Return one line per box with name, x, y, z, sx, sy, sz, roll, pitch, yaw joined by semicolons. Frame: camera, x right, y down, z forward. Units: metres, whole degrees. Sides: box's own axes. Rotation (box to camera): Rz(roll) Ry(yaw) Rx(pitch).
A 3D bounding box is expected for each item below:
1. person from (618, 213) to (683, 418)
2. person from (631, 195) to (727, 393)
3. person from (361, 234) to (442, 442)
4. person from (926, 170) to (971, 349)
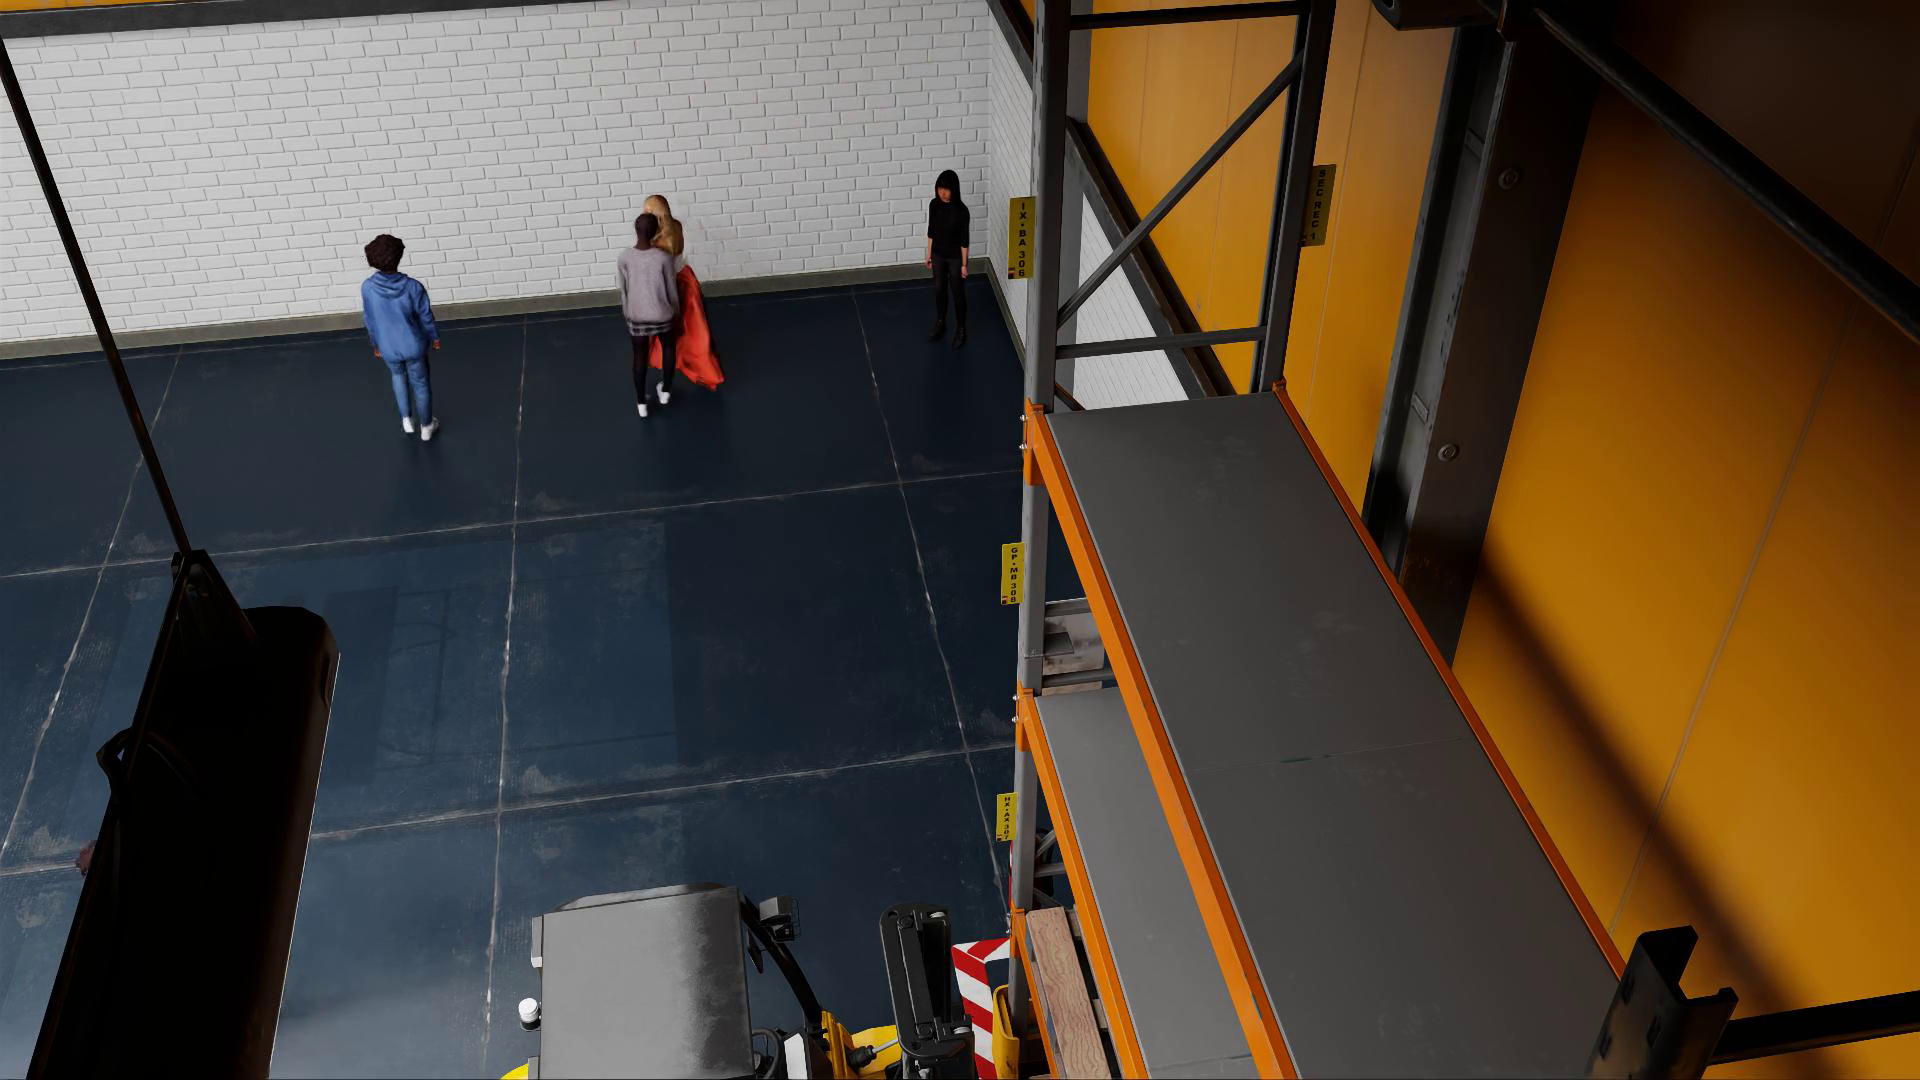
person;-2.496;-1.788;13.479;0.654;1.746;0.657;-8;39;-9
person;-2.263;-1.992;13.725;1.223;1.757;1.183;24;45;27
person;-4.412;-1.535;13.118;0.721;1.801;0.634;-1;39;-1
person;-0.090;-2.466;14.412;0.638;1.641;0.680;19;43;23
